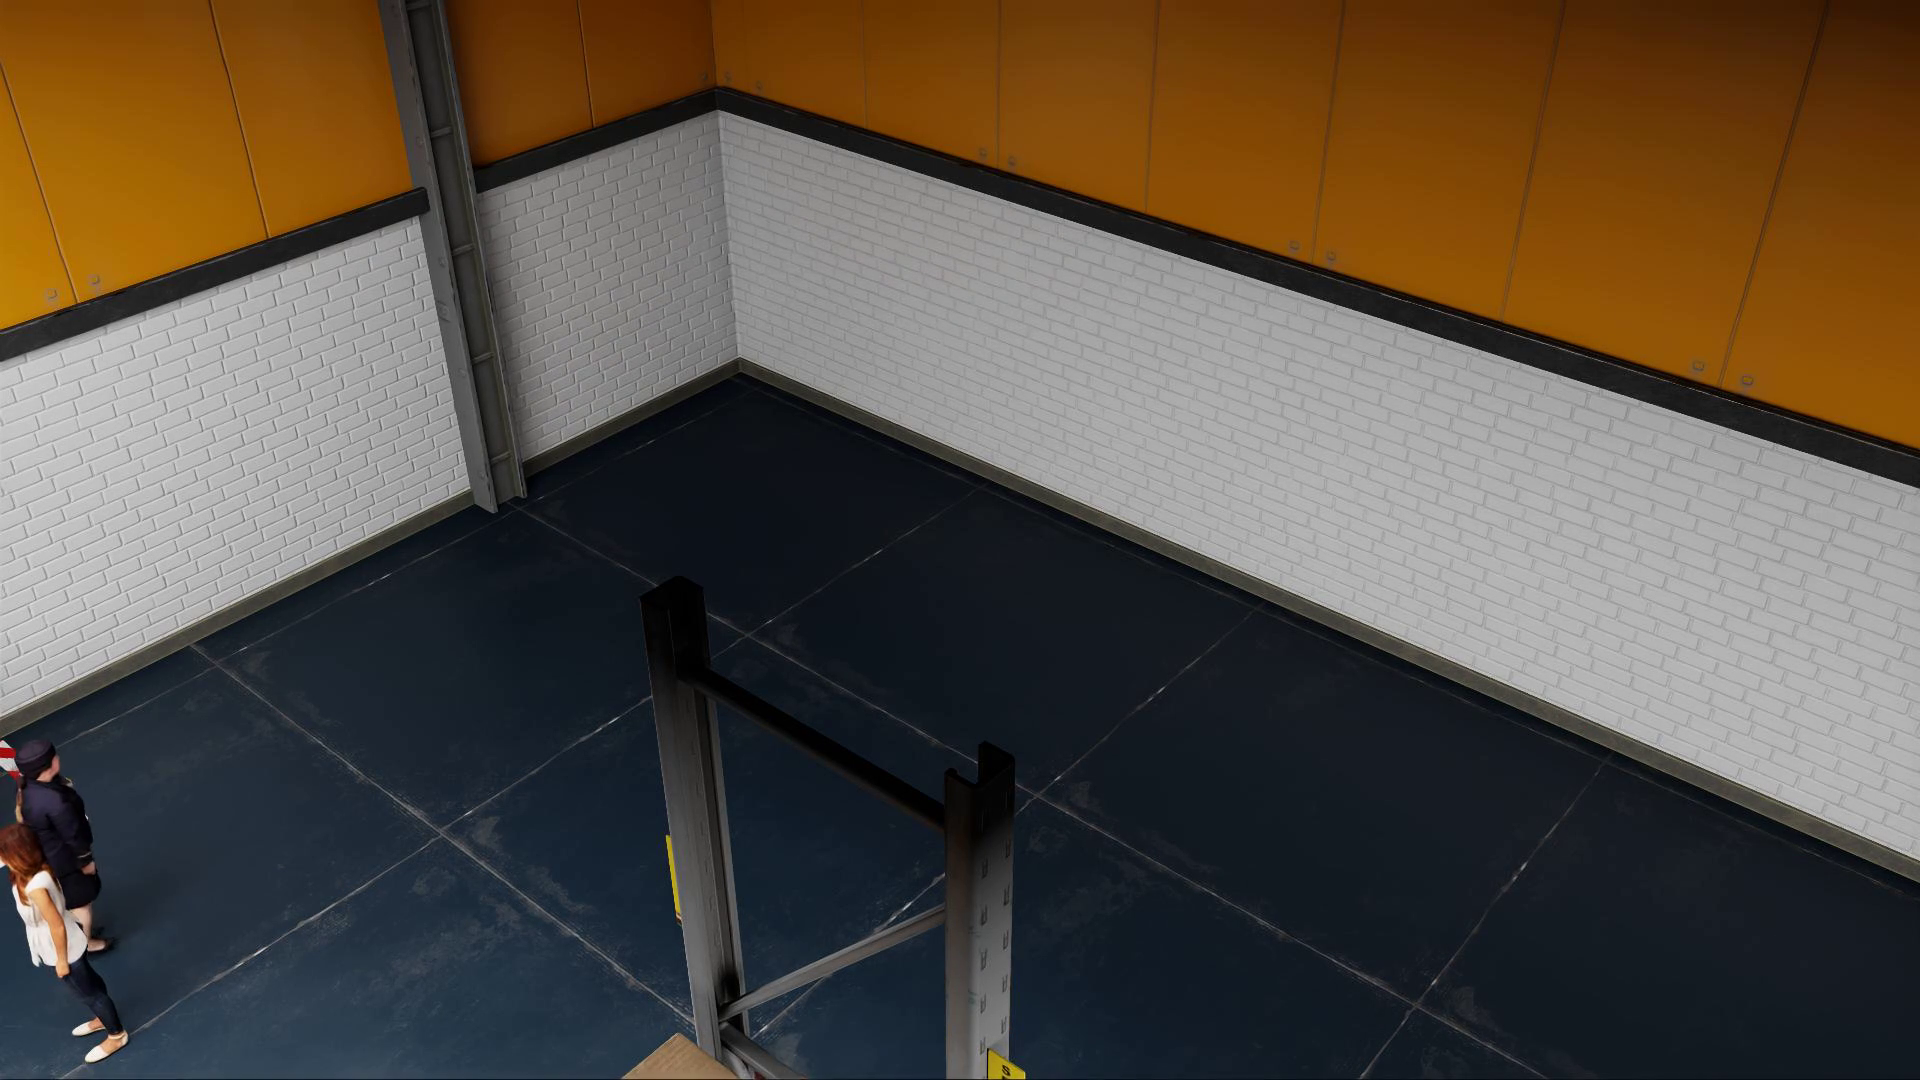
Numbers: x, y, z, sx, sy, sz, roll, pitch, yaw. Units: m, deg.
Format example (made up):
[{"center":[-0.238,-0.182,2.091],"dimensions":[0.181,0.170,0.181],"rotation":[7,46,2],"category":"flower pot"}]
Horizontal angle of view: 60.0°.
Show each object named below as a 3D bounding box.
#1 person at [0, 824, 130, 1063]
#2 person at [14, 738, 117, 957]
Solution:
[{"center":[-5.219,2.326,9.682],"dimensions":[0.616,1.784,0.657],"rotation":[-21,39,-28],"category":"person"},{"center":[-5.598,1.967,10.332],"dimensions":[0.705,1.660,0.634],"rotation":[26,42,34],"category":"person"}]
